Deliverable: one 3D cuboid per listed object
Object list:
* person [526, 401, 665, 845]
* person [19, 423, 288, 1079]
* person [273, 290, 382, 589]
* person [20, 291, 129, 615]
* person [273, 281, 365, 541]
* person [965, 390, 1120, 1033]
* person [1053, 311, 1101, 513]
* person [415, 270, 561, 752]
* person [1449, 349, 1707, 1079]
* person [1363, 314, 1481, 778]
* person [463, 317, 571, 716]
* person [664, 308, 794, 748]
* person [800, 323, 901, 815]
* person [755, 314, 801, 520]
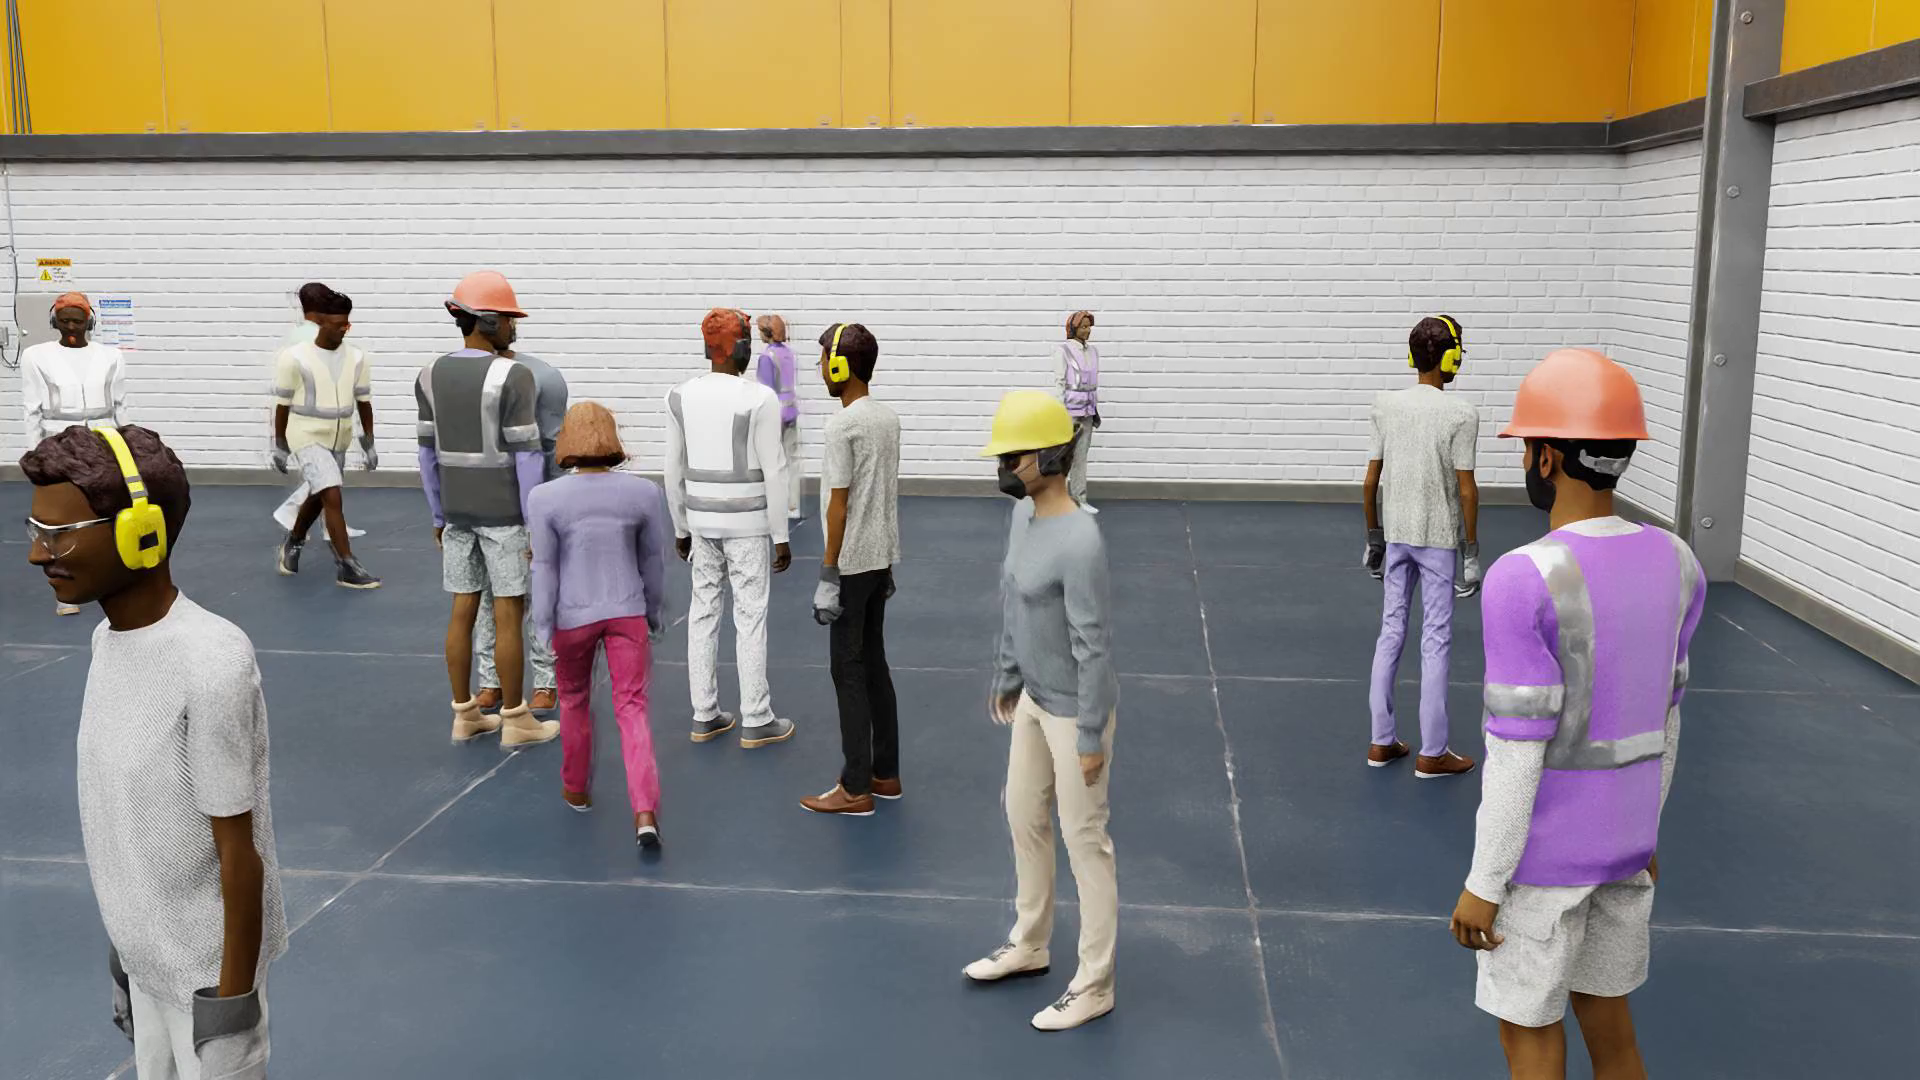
[{"bbox_3d":[-1.297,0.288,6.051,0.501,1.584,0.866,-4,11,-22],"label":"person"},{"bbox_3d":[-1.286,0.733,2.743,0.510,1.861,0.324,9,13,42],"label":"person"},{"bbox_3d":[-4.115,-0.659,10.660,1.040,1.894,0.621,7,12,33],"label":"person"},{"bbox_3d":[-5.174,-0.513,9.794,0.572,1.886,0.354,-9,14,-43],"label":"person"},{"bbox_3d":[-4.675,-0.916,12.063,0.584,1.900,0.611,-7,12,-35],"label":"person"},{"bbox_3d":[0.238,0.459,4.605,0.394,1.753,0.596,-3,10,-16],"label":"person"},{"bbox_3d":[0.934,-1.007,13.322,0.313,1.642,0.513,9,14,43],"label":"person"},{"bbox_3d":[-2.006,-0.119,7.096,0.610,2.040,0.394,5,11,26],"label":"person"},{"bbox_3d":[1.187,0.592,3.320,0.552,1.934,0.373,-6,12,-31],"label":"person"},{"bbox_3d":[1.877,0.030,6.760,0.309,1.859,0.534,-9,13,-42],"label":"person"},{"bbox_3d":[-2.091,-0.149,7.602,0.636,1.929,0.385,0,10,0],"label":"person"},{"bbox_3d":[-0.981,-0.047,7.130,0.584,1.883,0.346,5,11,25],"label":"person"},{"bbox_3d":[-0.404,0.113,6.306,0.341,1.857,0.524,4,11,22],"label":"person"},{"bbox_3d":[-1.479,-0.954,13.064,0.505,1.622,0.506,5,11,25],"label":"person"}]
